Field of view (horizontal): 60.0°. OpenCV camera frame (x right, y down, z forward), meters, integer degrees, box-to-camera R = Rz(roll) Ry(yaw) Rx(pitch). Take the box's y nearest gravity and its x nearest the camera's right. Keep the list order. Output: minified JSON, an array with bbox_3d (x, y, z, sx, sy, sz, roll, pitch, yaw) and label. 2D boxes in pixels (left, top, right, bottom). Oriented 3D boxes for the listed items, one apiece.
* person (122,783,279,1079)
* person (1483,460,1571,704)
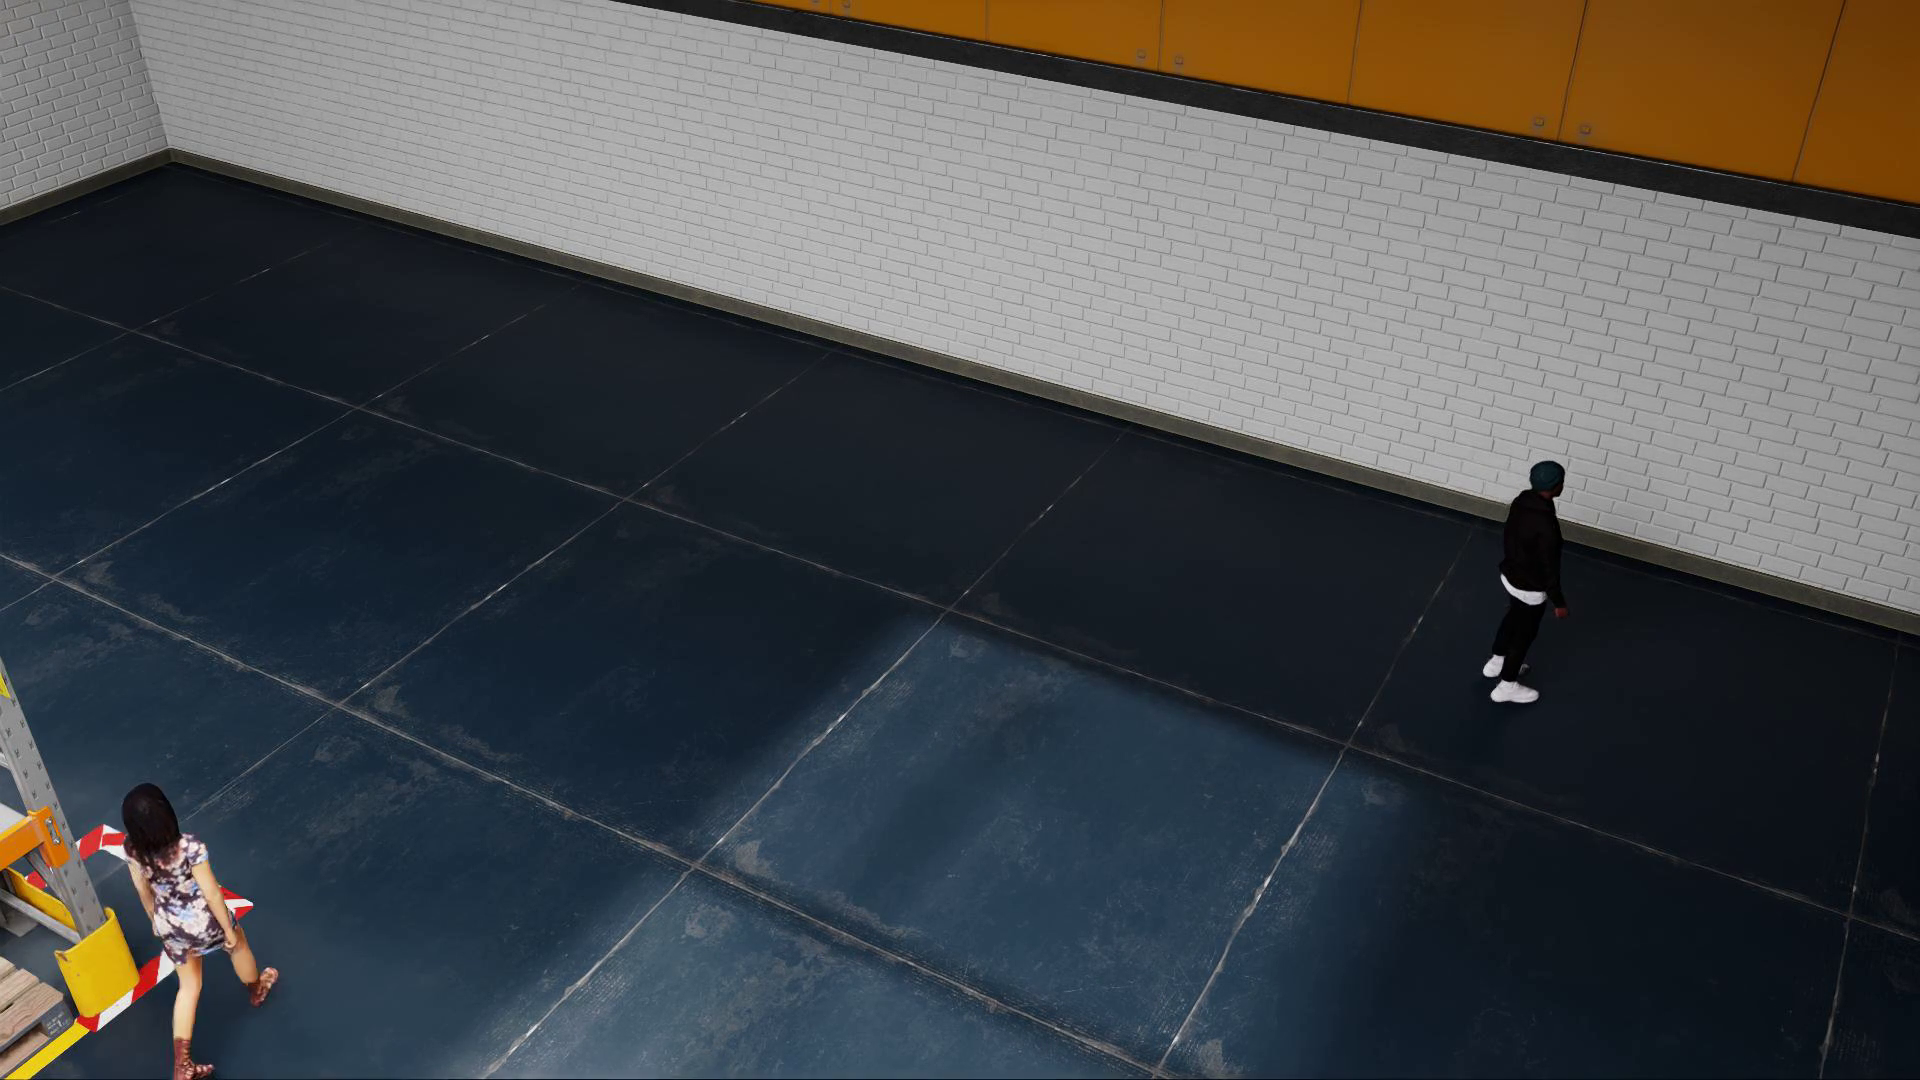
[{"bbox_3d":[-3.881,1.979,8.302,0.935,1.696,1.199,3,34,5],"label":"person"},{"bbox_3d":[3.622,0.281,10.750,0.877,1.814,0.786,-2,34,-3],"label":"person"}]
